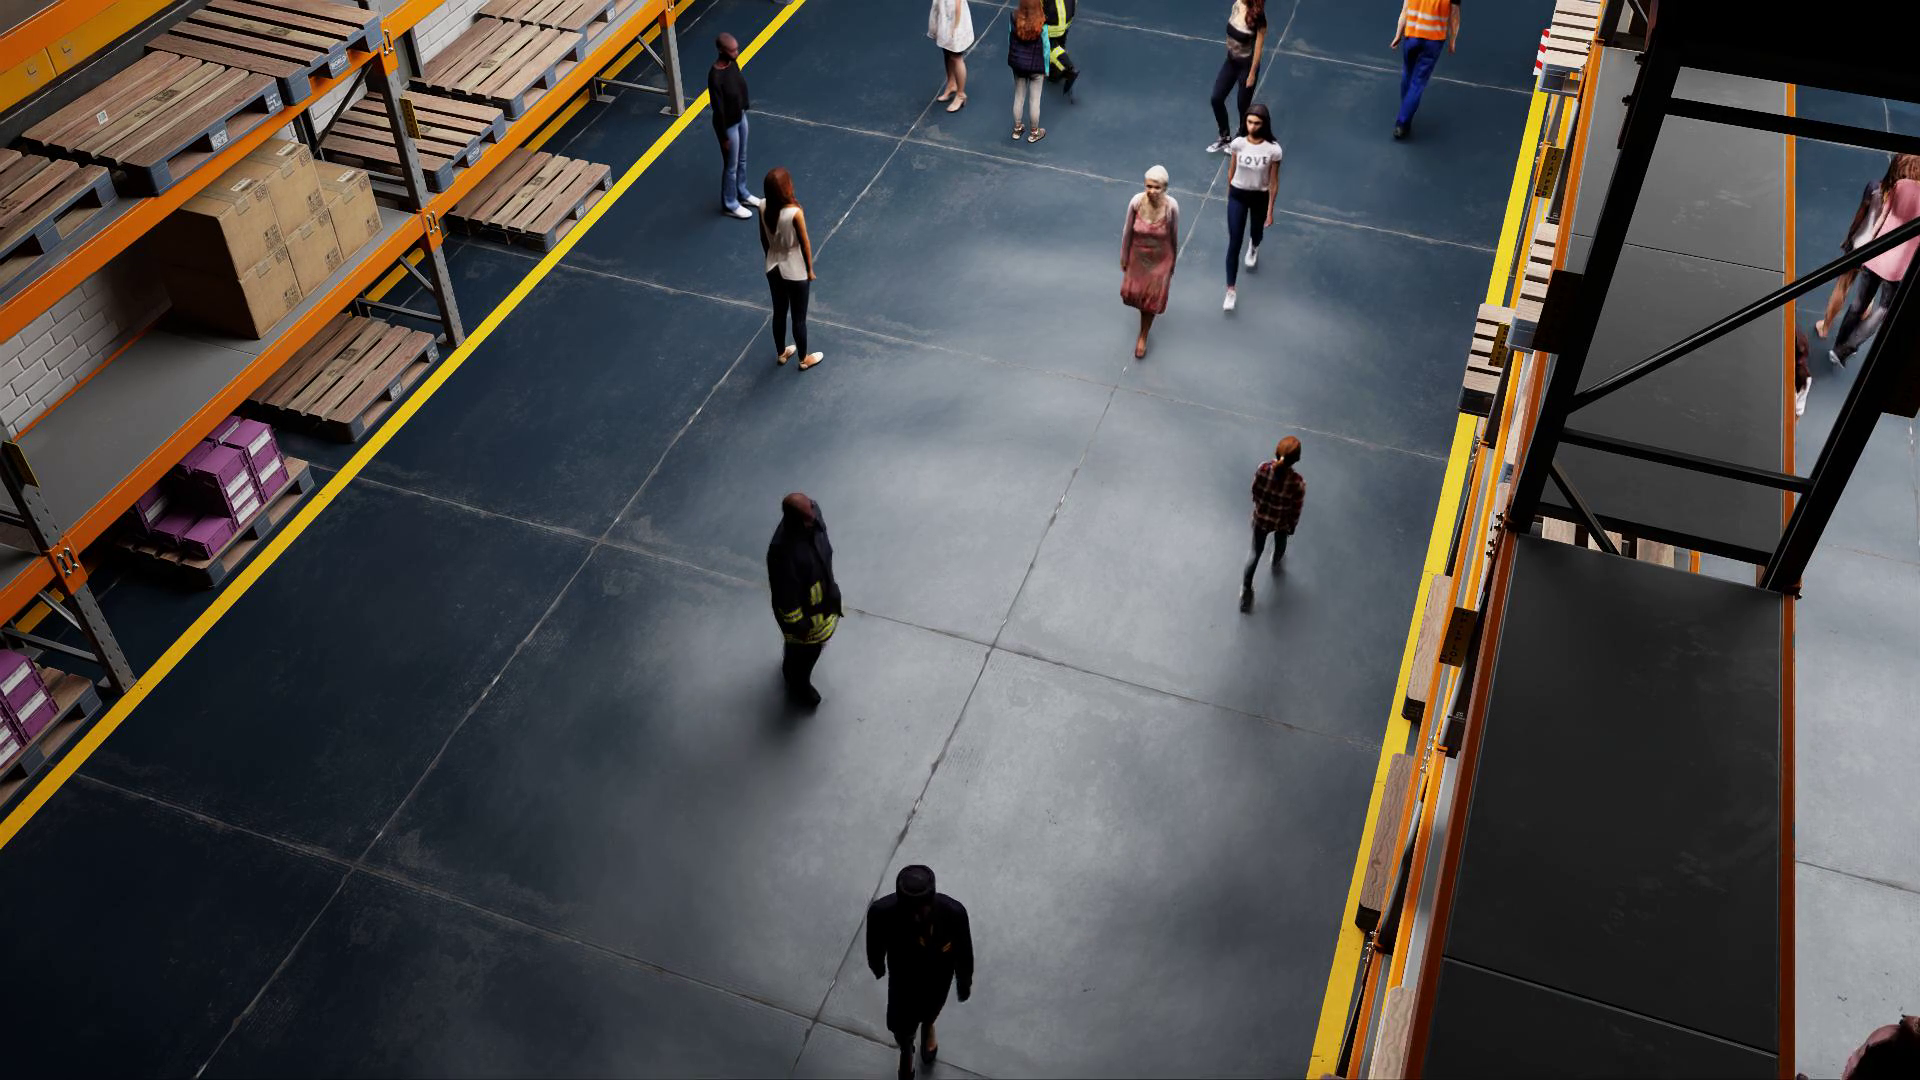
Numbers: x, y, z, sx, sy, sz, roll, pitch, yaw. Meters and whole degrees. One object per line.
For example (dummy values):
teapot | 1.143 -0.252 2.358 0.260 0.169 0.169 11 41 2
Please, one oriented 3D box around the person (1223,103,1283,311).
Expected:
person | 2.411 -2.819 13.706 0.663 1.742 1.161 10 44 10

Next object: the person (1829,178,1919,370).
person | 7.108 -2.107 12.814 0.976 1.942 0.894 -25 49 -24

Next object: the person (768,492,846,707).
person | -1.022 0.282 10.416 0.985 1.790 0.668 3 44 3

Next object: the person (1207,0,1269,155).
person | 2.664 -4.379 15.332 0.812 1.757 0.765 -28 50 -26

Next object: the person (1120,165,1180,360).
person | 1.510 -2.271 13.180 0.675 1.674 0.905 8 44 8

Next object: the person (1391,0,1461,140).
person | 4.308 -4.640 15.529 0.814 1.863 1.088 20 47 20

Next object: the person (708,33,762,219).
person | -2.019 -3.642 14.570 0.658 1.743 0.470 12 45 13

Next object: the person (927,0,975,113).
person | -0.091 -4.981 15.954 0.835 1.771 0.778 -19 47 -18

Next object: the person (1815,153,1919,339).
person | 7.250 -2.331 13.203 0.596 1.730 0.548 17 46 17

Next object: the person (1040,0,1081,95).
person | 0.973 -5.231 16.158 0.967 1.852 0.950 27 50 25

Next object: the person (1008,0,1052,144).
person | 0.641 -4.456 15.600 0.590 1.500 0.601 19 47 19

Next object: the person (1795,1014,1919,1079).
person | 4.389 2.757 7.812 0.850 1.798 1.153 8 44 9

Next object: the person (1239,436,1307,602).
person | 2.086 -0.136 11.224 0.575 1.281 0.919 18 46 18

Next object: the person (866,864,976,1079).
person | -0.190 2.146 8.554 0.807 1.659 0.815 -2 44 -3

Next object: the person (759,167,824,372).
person | -1.349 -2.094 12.914 0.609 1.785 0.568 21 48 21
